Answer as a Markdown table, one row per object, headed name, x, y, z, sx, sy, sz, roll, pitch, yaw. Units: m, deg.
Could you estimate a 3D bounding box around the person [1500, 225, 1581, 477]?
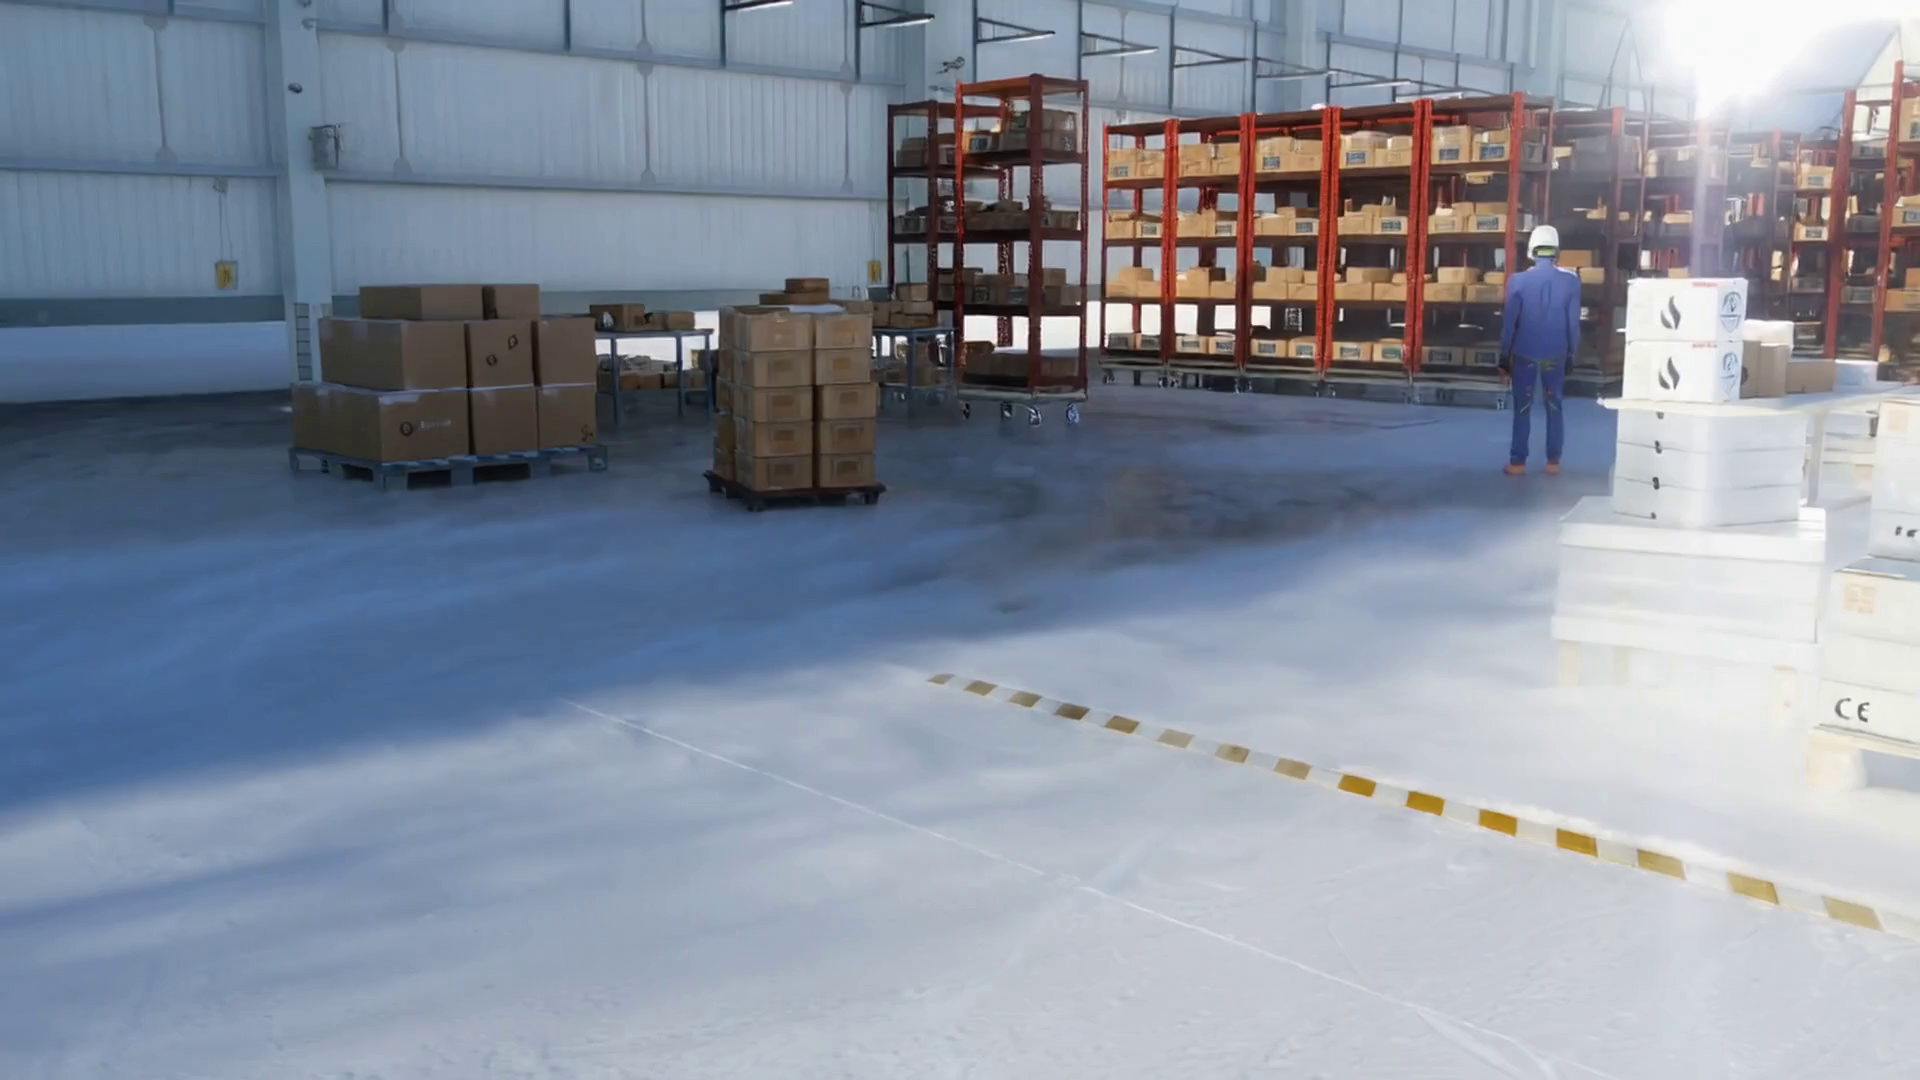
| name | x | y | z | sx | sy | sz | roll | pitch | yaw |
| --- | --- | --- | --- | --- | --- | --- | --- | --- | --- |
| person | 4.595 | -1.486 | 13.204 | 0.611 | 1.995 | 0.381 | 0 | 9 | 1 |
